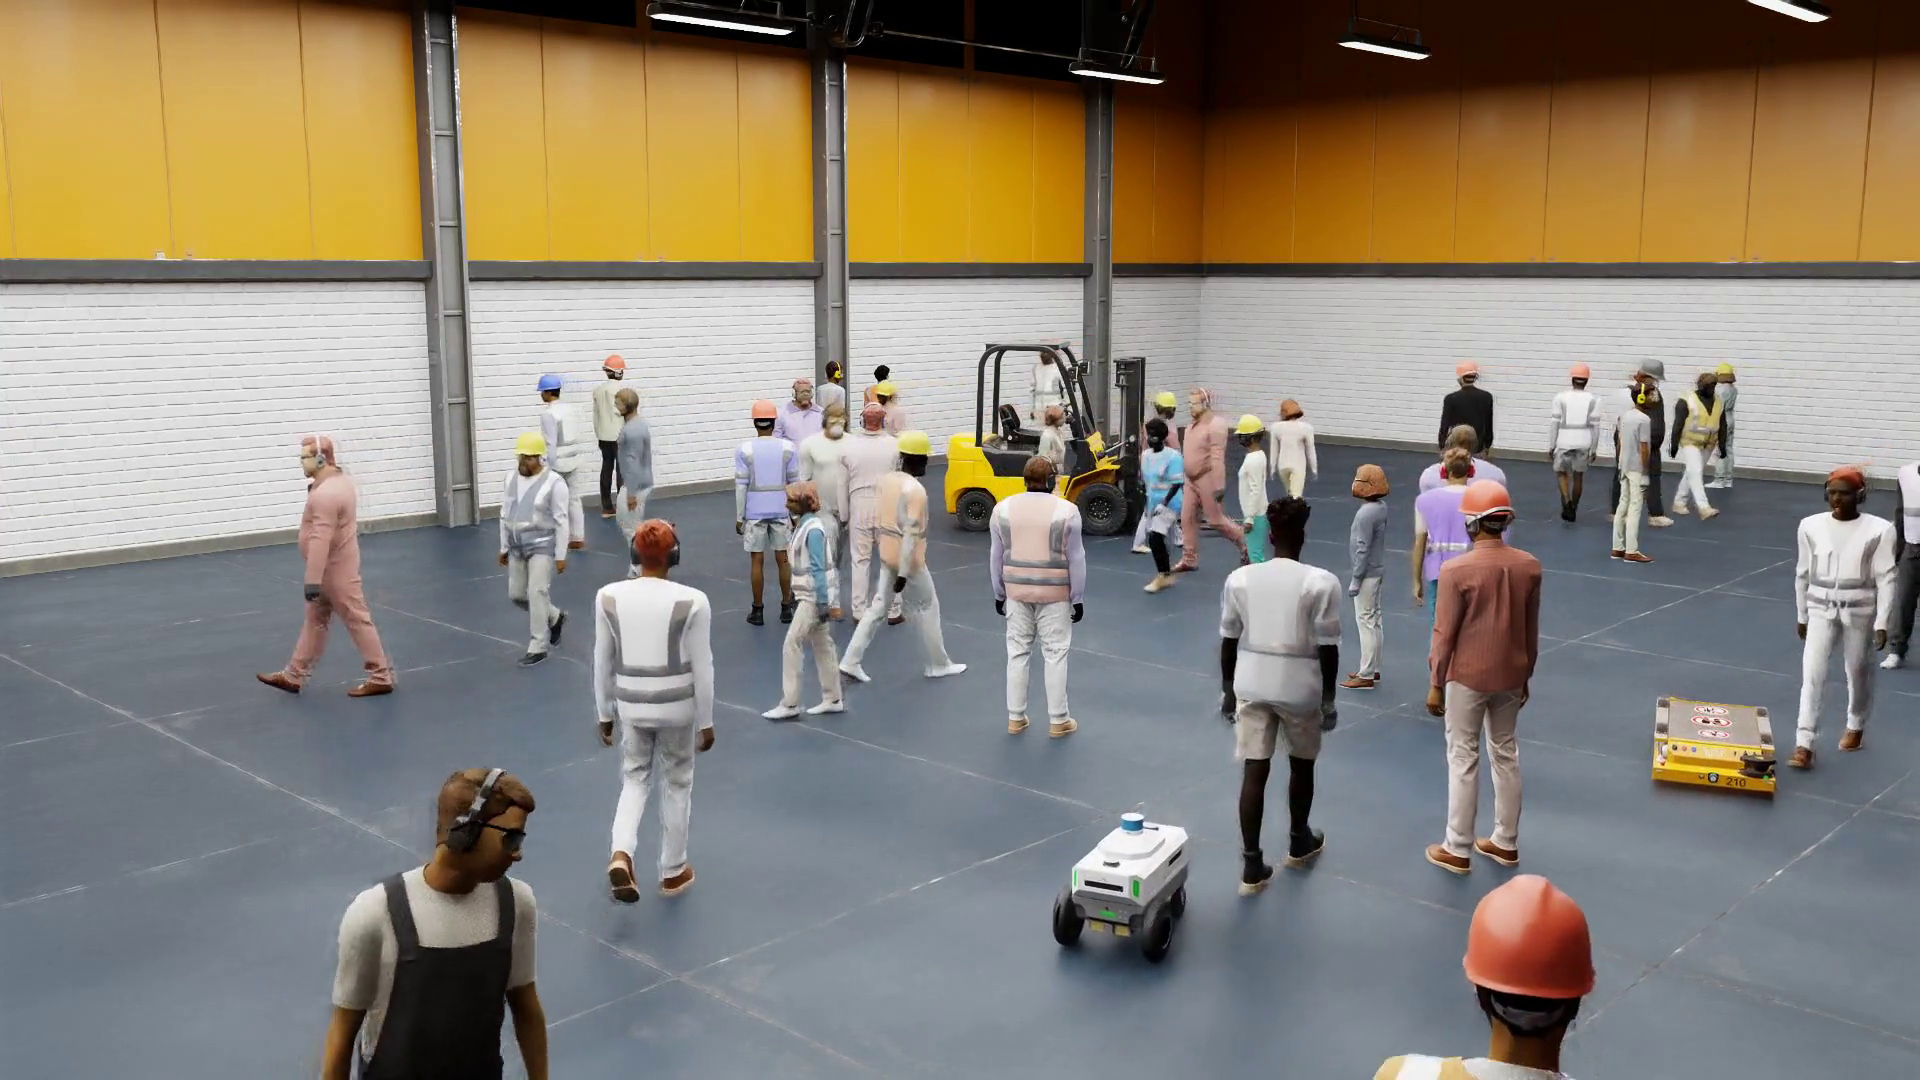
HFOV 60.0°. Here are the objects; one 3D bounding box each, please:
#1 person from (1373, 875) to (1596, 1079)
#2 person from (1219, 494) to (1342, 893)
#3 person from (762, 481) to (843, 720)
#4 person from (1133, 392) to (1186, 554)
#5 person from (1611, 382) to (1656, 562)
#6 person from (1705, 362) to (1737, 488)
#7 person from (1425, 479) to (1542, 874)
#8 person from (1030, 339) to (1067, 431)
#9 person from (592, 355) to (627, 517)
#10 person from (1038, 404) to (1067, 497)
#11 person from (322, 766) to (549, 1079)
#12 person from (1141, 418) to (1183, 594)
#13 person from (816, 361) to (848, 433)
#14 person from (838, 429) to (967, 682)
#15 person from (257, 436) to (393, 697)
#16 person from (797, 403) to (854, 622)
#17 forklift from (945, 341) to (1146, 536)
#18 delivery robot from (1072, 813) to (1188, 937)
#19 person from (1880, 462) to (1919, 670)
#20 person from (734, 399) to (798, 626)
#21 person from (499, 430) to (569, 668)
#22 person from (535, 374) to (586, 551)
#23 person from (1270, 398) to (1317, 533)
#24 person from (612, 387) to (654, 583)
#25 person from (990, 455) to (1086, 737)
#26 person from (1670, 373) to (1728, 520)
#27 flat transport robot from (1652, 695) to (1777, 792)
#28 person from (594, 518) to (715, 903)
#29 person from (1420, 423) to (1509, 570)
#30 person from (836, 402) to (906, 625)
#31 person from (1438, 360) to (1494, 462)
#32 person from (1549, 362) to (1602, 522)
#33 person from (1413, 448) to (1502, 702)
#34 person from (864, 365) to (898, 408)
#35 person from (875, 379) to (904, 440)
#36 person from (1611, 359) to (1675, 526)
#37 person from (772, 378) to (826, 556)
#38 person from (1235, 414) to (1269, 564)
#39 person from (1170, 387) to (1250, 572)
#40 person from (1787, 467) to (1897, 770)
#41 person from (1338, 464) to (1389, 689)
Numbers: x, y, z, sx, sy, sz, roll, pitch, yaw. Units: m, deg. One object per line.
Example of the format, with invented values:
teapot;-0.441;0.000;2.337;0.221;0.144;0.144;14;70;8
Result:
person;1.033;1.565;3.200;0.553;1.917;0.577;3;10;19
person;1.609;0.737;8.276;0.639;1.913;0.887;5;11;30
person;-1.103;0.411;11.197;0.694;1.610;0.531;-2;9;-12
person;2.213;-0.718;17.793;0.907;1.714;0.552;-5;10;-26
person;7.012;-0.703;17.278;0.330;1.866;0.512;-1;9;-9
person;10.571;-1.590;23.085;0.492;1.742;0.318;-8;12;-40
person;2.624;0.685;8.400;0.618;1.985;0.408;-4;10;-22
person;1.330;-1.968;24.575;0.613;2.023;0.790;6;11;32
person;-4.190;-1.256;20.262;0.608;1.996;0.382;6;11;32
person;0.881;-0.640;17.648;0.630;1.615;0.516;2;10;15
person;-1.304;1.458;4.231;0.680;1.805;0.385;-7;12;-38
person;1.896;-0.311;15.496;0.517;1.656;0.559;-5;11;-30
person;-1.614;-1.353;21.262;0.518;1.865;0.329;8;12;39
person;-0.446;0.124;12.186;0.999;1.881;0.587;-6;11;-33
person;-4.510;0.206;11.683;0.995;1.861;0.664;-2;10;-14
person;-1.123;-0.285;14.686;0.631;1.886;1.045;-3;10;-17
forklift;0.977;-1.223;19.452;2.313;2.155;1.214;2;9;11
delivery robot;0.781;1.487;7.564;0.477;0.478;0.707;4;10;26
person;7.466;0.042;12.740;1.016;1.869;0.600;-8;12;-41
person;-1.655;-0.238;14.208;0.551;1.933;0.369;-3;10;-18
person;-3.261;0.044;12.847;0.608;1.814;0.636;5;11;28
person;-4.367;-0.821;17.834;0.759;1.916;0.621;3;10;20
person;3.716;-0.802;18.700;0.535;1.596;0.795;6;11;32
person;-3.048;-0.497;15.853;0.524;1.926;0.634;-2;10;-15
person;0.517;0.362;10.819;0.633;1.840;0.429;3;10;20
person;9.034;-1.148;20.281;0.625;1.779;0.993;-2;10;-13
flat transport robot;4.648;1.233;10.277;0.652;0.197;1.431;4;10;23
person;-1.459;0.830;7.876;0.591;1.866;0.640;2;9;10
person;3.778;0.066;12.499;0.638;1.895;1.018;1;9;5
person;-0.718;-0.220;14.171;0.649;1.913;0.409;1;9;3
person;5.847;-1.103;19.360;0.643;1.979;0.518;-2;10;-13
person;7.325;-1.147;19.814;0.567;1.925;0.601;3;10;17
person;3.438;0.278;11.417;0.628;1.804;0.805;4;10;23
person;-1.110;-1.615;23.405;0.530;1.689;0.322;4;10;21
person;-0.829;-1.067;19.889;0.521;1.734;0.737;7;11;35
person;8.041;-1.159;19.528;0.708;2.000;0.877;-5;11;-29
person;-1.637;-0.737;17.340;0.638;1.913;0.407;-4;10;-21
person;2.558;-0.221;14.626;0.330;1.765;0.526;2;9;12
person;2.523;-0.599;16.642;0.840;1.874;0.649;-4;10;-22
person;5.441;0.458;10.252;0.584;1.838;0.979;8;12;41
person;2.939;0.262;12.052;0.284;1.636;0.500;5;10;27
